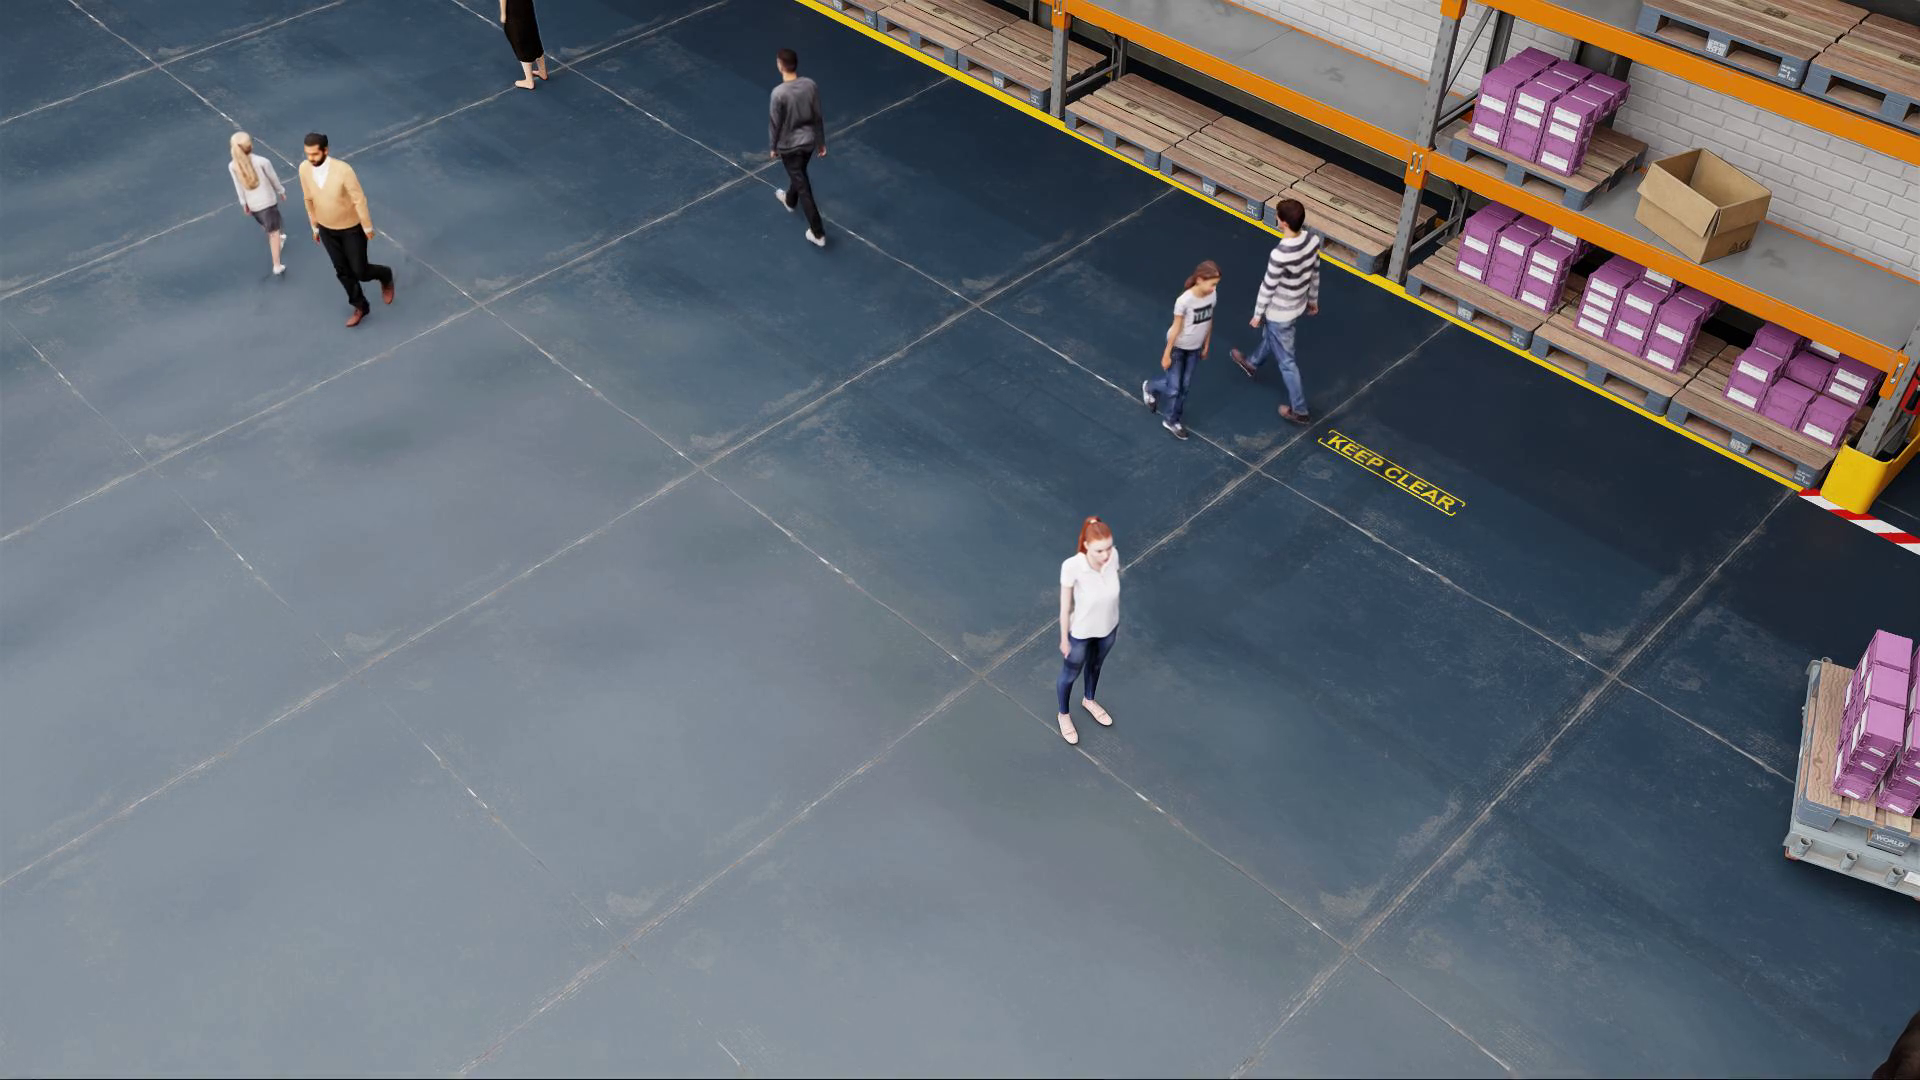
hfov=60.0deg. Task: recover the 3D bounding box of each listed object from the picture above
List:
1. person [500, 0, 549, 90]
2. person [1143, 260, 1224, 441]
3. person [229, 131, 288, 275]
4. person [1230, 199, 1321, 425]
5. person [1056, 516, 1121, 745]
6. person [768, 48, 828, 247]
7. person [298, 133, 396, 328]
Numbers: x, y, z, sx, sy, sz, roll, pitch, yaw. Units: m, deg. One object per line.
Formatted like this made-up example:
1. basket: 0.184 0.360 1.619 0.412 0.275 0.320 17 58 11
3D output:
1. person: -4.379 -5.271 16.472 0.634 1.624 0.632 22 48 22
2. person: 1.657 -1.500 12.575 0.698 1.541 0.822 -19 47 -18
3. person: -5.977 -2.866 14.222 0.854 1.245 0.957 -4 44 -4
4. person: 2.528 -1.683 12.587 0.730 1.790 1.205 -30 51 -28
5. person: 0.792 0.536 10.293 0.610 1.740 0.601 -23 48 -22
6. person: -1.371 -3.359 14.402 0.739 1.711 1.178 -27 50 -26
7. person: -5.003 -2.593 13.577 0.897 1.741 0.926 10 45 11
